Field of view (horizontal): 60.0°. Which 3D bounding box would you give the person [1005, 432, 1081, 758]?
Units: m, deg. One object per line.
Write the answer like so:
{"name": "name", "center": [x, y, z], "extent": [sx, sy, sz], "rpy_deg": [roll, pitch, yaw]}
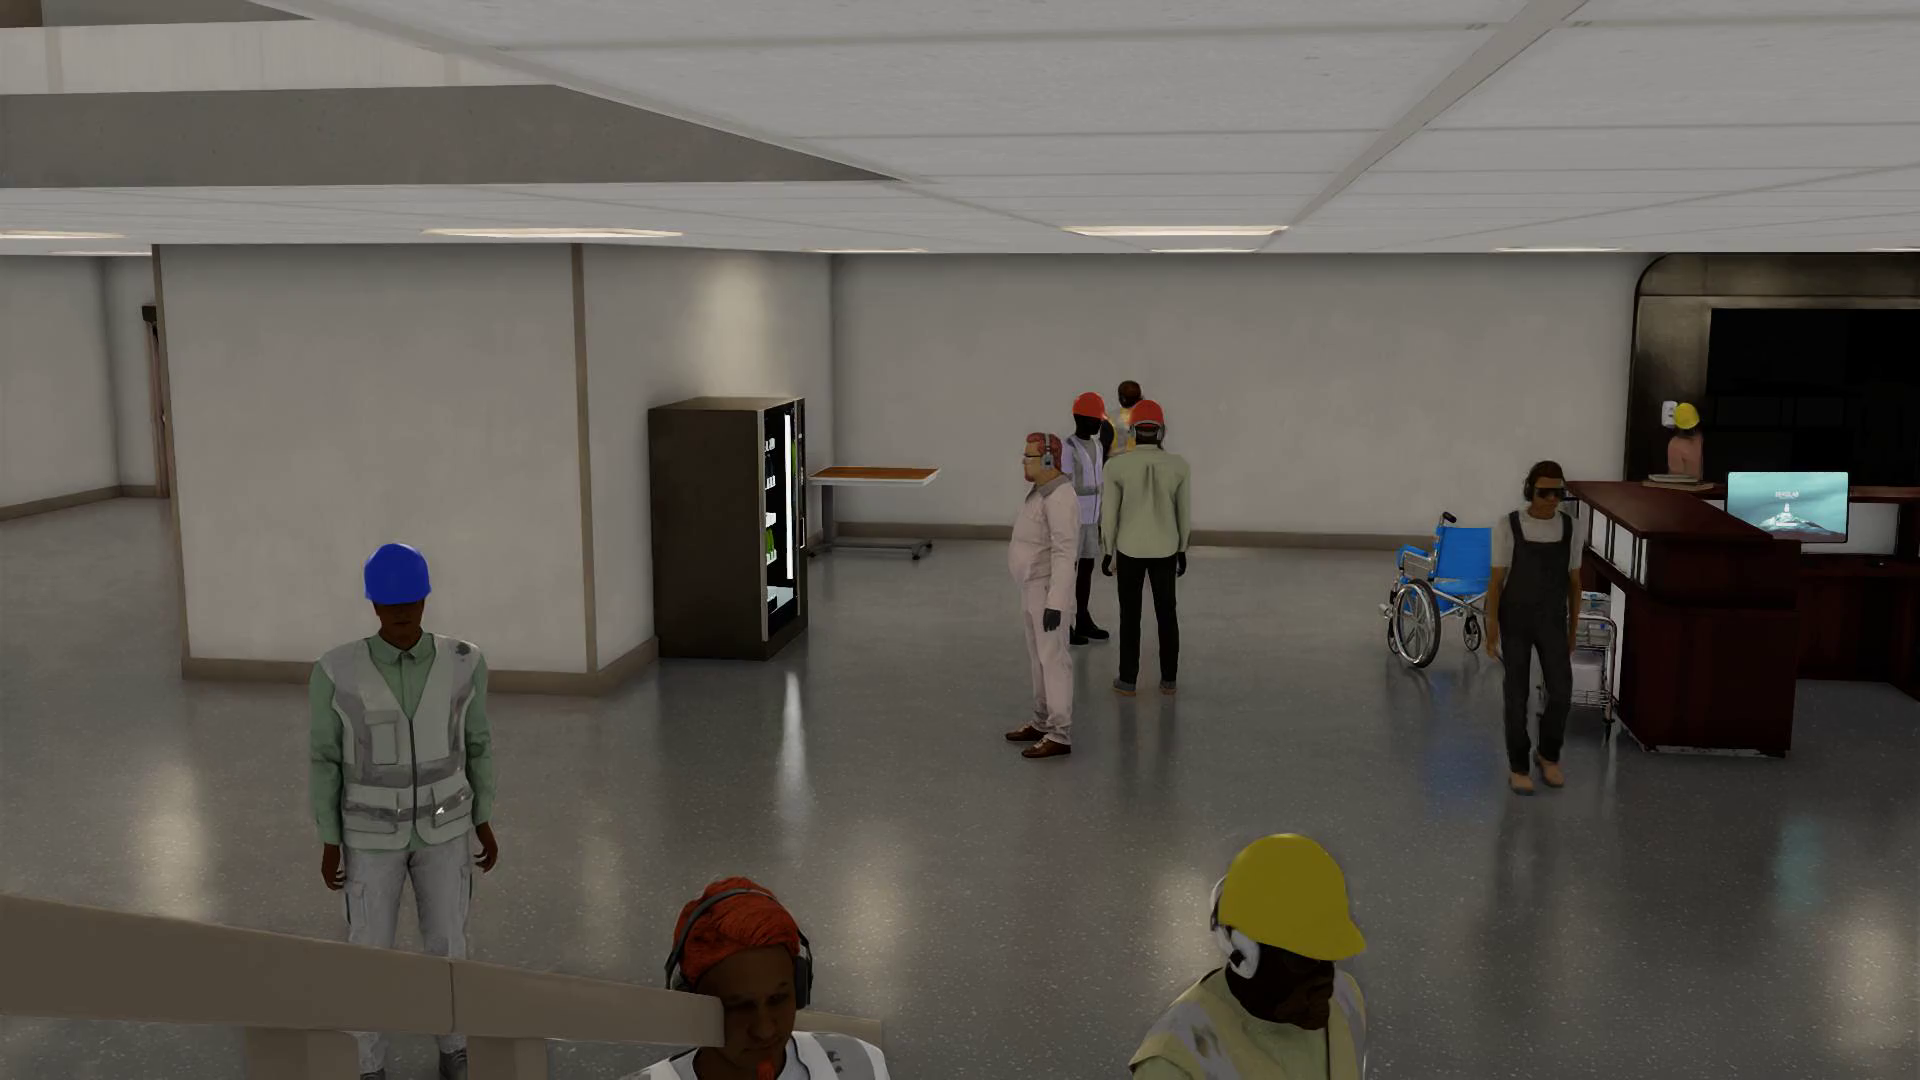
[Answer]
{"name": "person", "center": [0.484, 0.316, 9.805], "extent": [0.407, 1.908, 0.641], "rpy_deg": [-2, 9, -12]}

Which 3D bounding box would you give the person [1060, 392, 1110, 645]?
{"name": "person", "center": [0.946, -0.166, 12.719], "extent": [0.390, 1.929, 0.545], "rpy_deg": [8, 12, 39]}

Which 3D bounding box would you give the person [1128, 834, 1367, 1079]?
{"name": "person", "center": [0.576, 1.432, 3.201], "extent": [0.588, 1.823, 0.404], "rpy_deg": [-8, 12, -41]}

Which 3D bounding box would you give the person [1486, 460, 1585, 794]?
{"name": "person", "center": [3.111, 0.476, 9.031], "extent": [0.526, 1.830, 0.391], "rpy_deg": [1, 9, 7]}

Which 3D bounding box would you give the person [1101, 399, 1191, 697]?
{"name": "person", "center": [1.236, 0.056, 11.133], "extent": [0.612, 1.995, 0.393], "rpy_deg": [-1, 9, -6]}

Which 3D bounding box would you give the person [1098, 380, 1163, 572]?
{"name": "person", "center": [1.551, -0.589, 15.638], "extent": [0.636, 1.827, 0.509], "rpy_deg": [-4, 10, -24]}

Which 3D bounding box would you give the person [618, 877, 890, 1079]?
{"name": "person", "center": [-0.351, 1.473, 2.750], "extent": [0.576, 1.881, 0.354], "rpy_deg": [-6, 11, -32]}

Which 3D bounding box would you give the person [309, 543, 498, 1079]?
{"name": "person", "center": [-1.874, 0.969, 5.646], "extent": [0.604, 1.949, 0.389], "rpy_deg": [-5, 11, -29]}

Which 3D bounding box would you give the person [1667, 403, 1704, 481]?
{"name": "person", "center": [6.328, -0.347, 14.484], "extent": [0.405, 1.717, 0.555], "rpy_deg": [8, 12, 39]}
